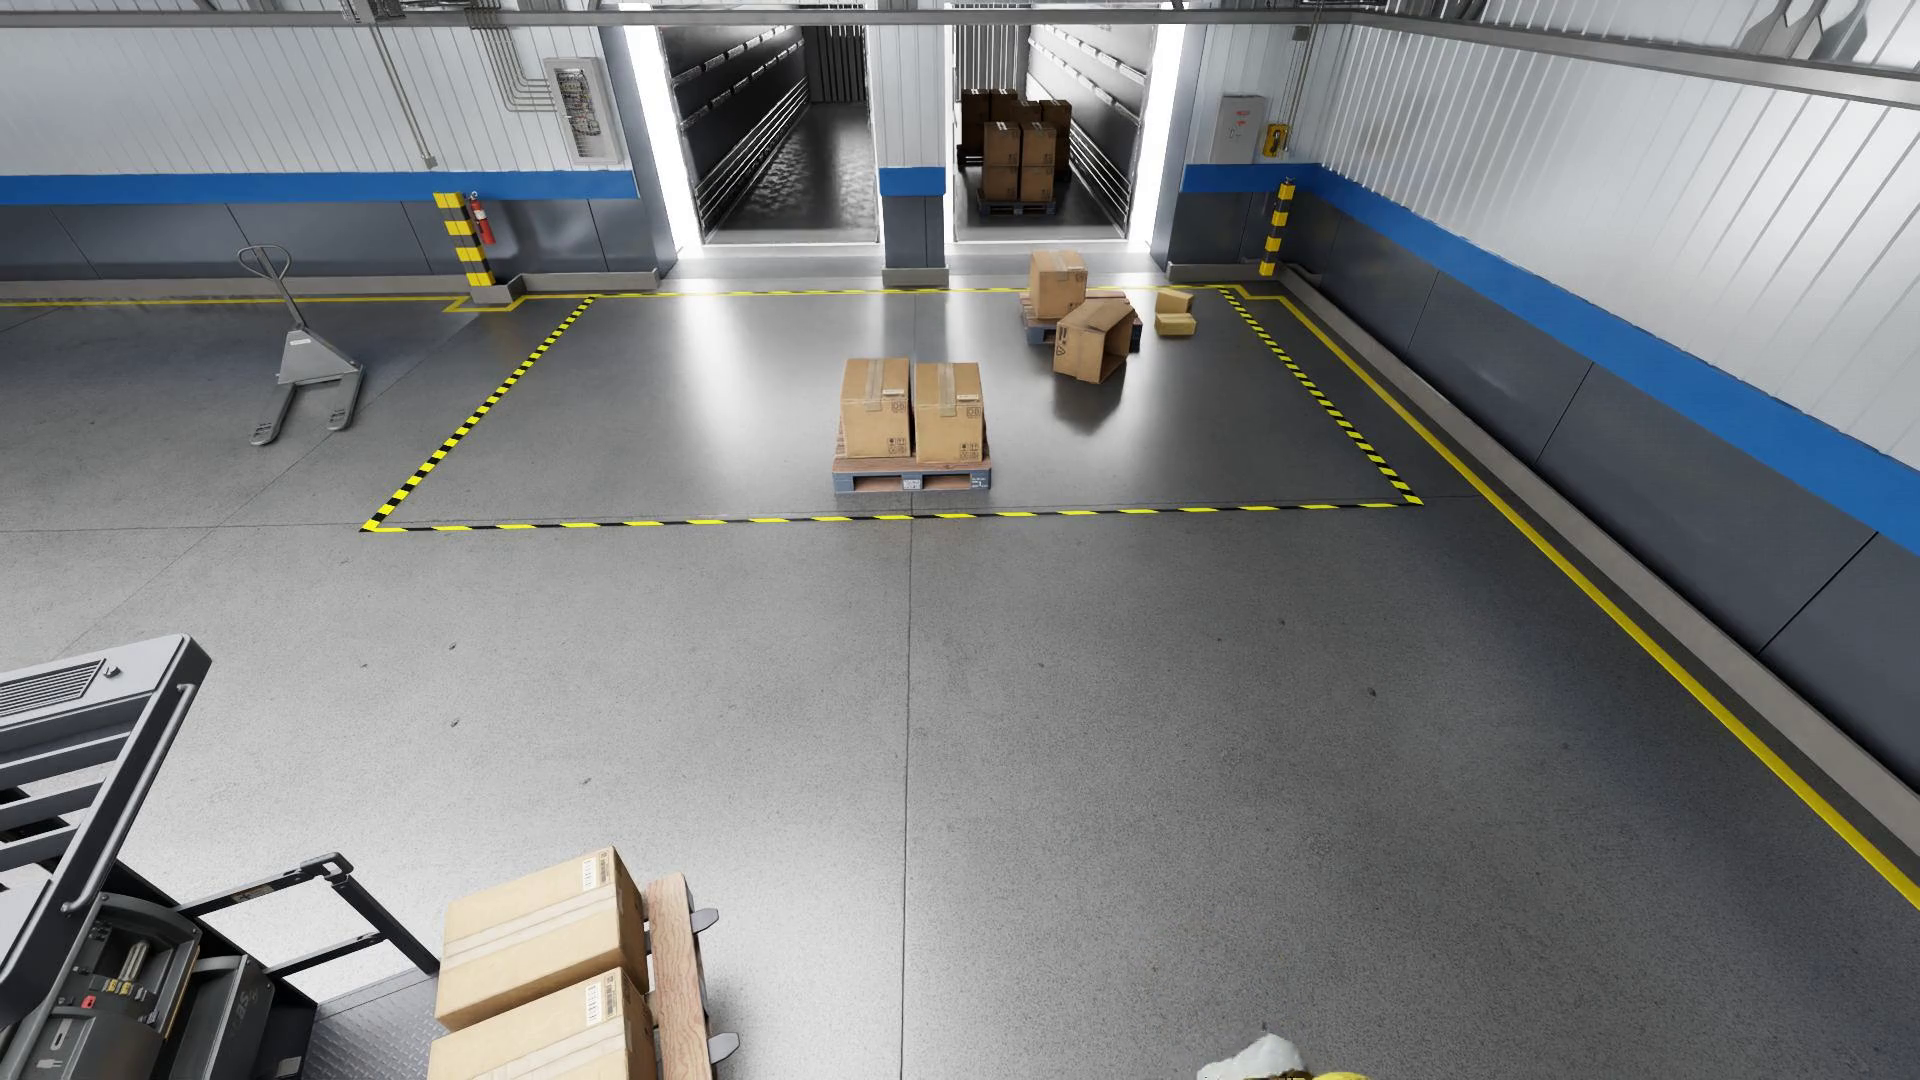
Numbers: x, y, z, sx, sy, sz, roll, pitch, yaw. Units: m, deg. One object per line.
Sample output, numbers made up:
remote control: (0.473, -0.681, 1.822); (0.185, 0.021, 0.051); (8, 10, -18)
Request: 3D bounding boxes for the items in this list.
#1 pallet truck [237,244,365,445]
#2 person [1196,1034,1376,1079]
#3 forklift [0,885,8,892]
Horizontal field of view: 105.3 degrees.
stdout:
pallet truck: (-5.915, -1.733, 6.366); (0.680, 1.201, 1.601); (-18, 42, -21)
person: (0.621, 1.616, 1.773); (0.820, 1.691, 0.569); (20, 43, 23)
forklift: (-2.319, 1.487, 1.663); (0.776, 2.013, 0.716); (-15, 41, -18)
